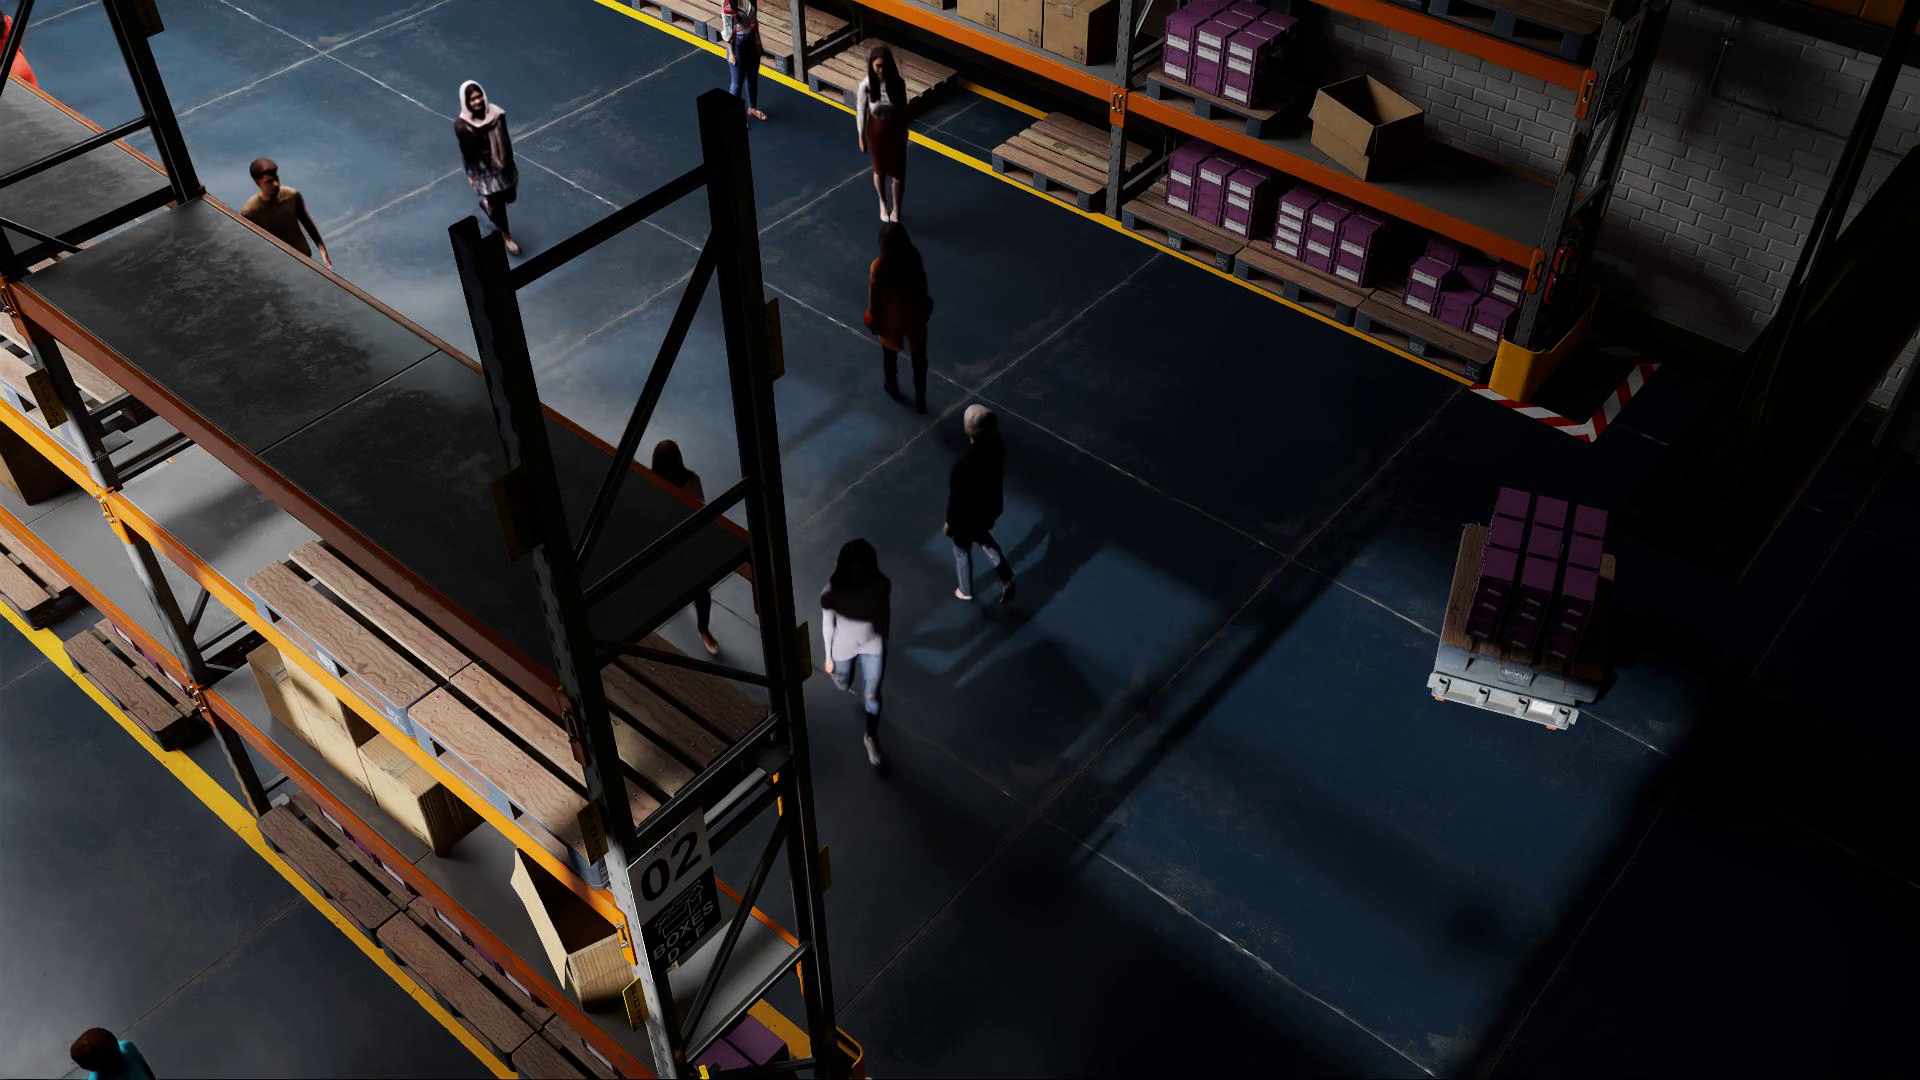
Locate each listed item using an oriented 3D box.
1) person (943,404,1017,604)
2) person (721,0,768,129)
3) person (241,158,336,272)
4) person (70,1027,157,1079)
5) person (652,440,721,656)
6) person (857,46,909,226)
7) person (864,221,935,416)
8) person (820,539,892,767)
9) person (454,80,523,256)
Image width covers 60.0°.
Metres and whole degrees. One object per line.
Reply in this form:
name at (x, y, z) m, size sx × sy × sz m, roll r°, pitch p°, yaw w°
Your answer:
person at (0.130, -0.133, 11.265) m, size 0.792 × 1.763 × 0.736 m, roll 33°, pitch 53°, yaw 30°
person at (-2.110, -4.805, 16.139) m, size 0.516 × 1.613 × 0.600 m, roll 33°, pitch 53°, yaw 30°
person at (-5.405, -2.251, 13.300) m, size 0.889 × 1.831 × 0.674 m, roll 29°, pitch 51°, yaw 27°
person at (-4.170, 2.827, 8.273) m, size 1.009 × 1.414 × 0.738 m, roll 13°, pitch 45°, yaw 13°
person at (-1.881, -0.015, 11.038) m, size 0.772 × 1.713 × 1.012 m, roll -24°, pitch 48°, yaw -23°
person at (-0.678, -3.604, 14.791) m, size 0.802 × 1.733 × 0.863 m, roll -7°, pitch 44°, yaw -7°
person at (-0.431, -1.675, 12.785) m, size 0.996 × 1.708 × 1.088 m, roll -10°, pitch 45°, yaw -11°
person at (-0.671, 0.600, 10.396) m, size 0.986 × 1.709 × 1.116 m, roll -10°, pitch 45°, yaw -10°
person at (-4.143, -3.294, 14.548) m, size 0.677 × 1.620 × 0.891 m, roll -33°, pitch 53°, yaw -30°
